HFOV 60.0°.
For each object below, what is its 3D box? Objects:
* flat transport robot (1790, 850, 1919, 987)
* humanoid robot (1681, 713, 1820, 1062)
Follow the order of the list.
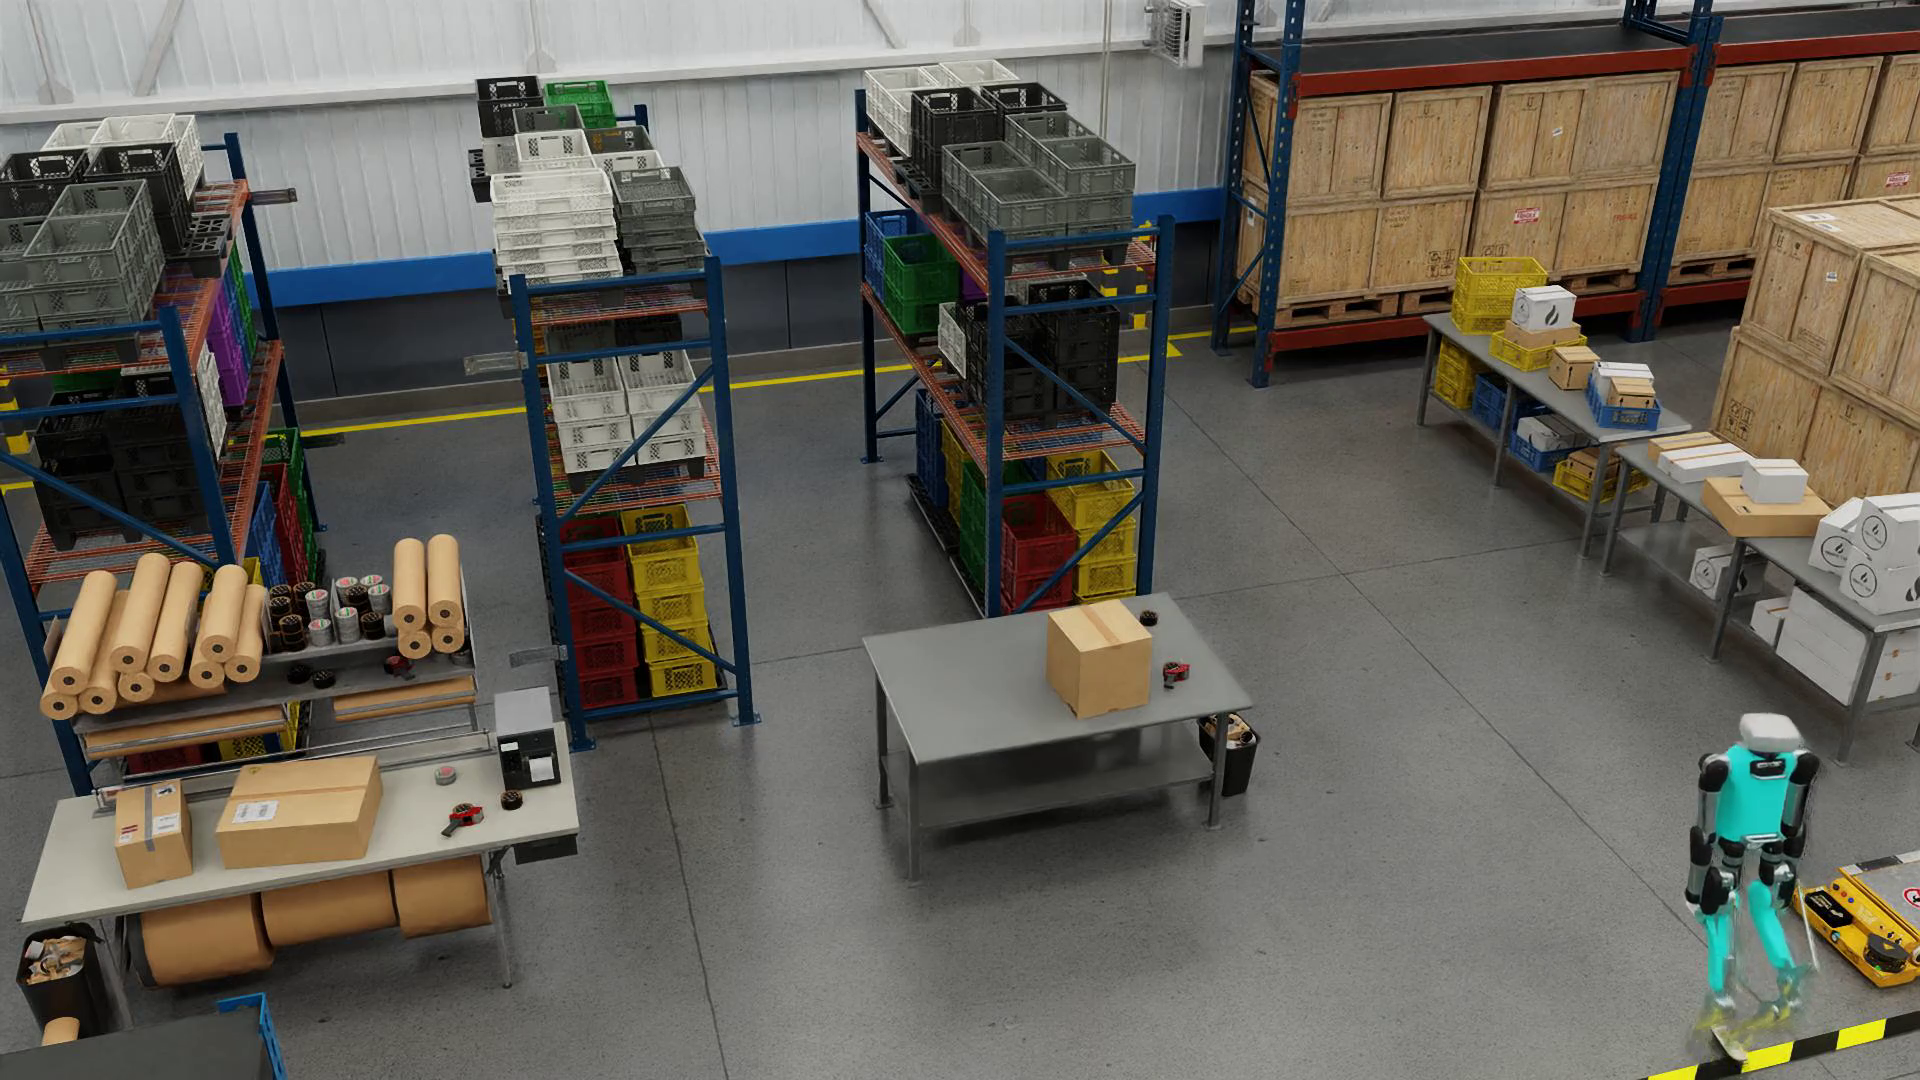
[{"bbox_3d":[5.163,1.916,8.676,1.431,0.231,0.659,-8,30,-14],"label":"flat transport robot"},{"bbox_3d":[3.622,1.732,7.564,0.539,1.845,0.766,-3,29,-5],"label":"humanoid robot"}]
